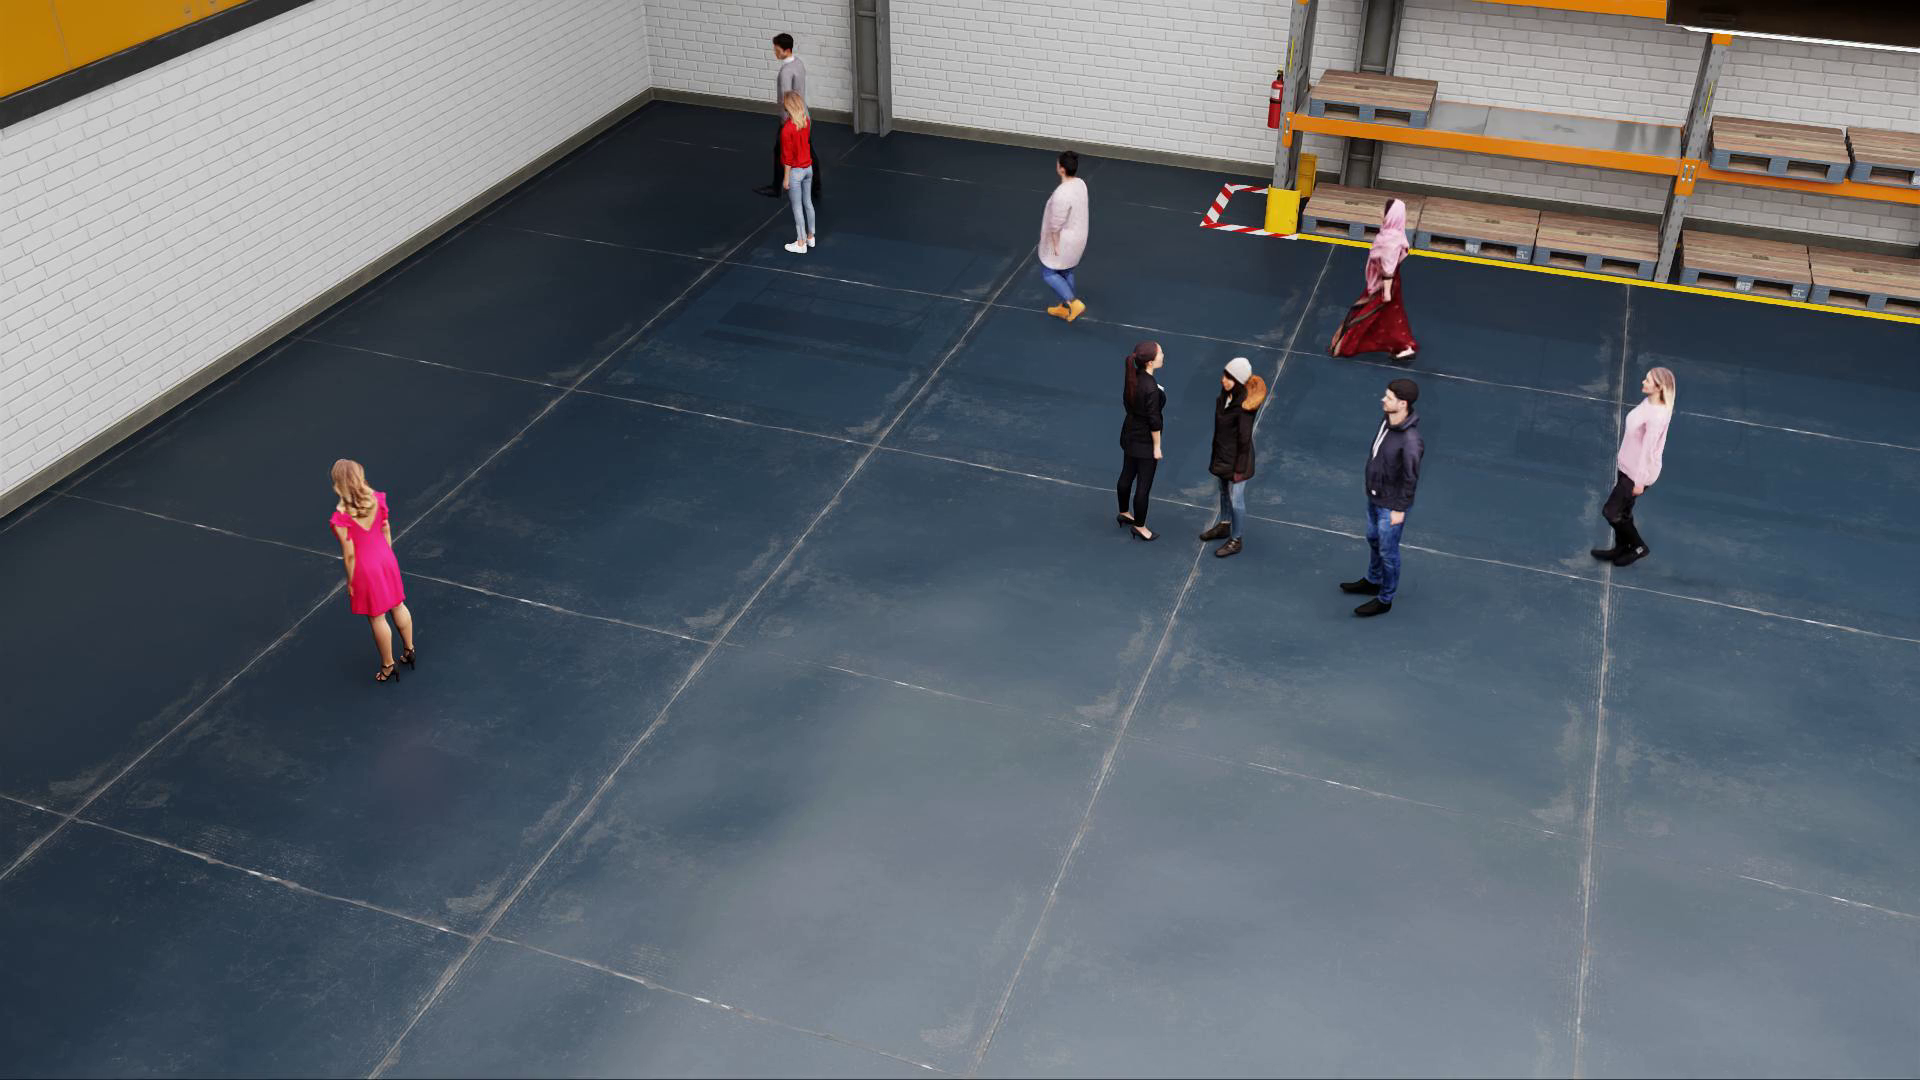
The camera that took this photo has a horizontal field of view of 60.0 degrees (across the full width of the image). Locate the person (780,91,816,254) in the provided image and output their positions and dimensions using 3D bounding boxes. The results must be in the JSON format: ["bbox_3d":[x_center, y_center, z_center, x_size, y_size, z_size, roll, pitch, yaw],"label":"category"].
[{"bbox_3d":[-1.686,-3.831,17.310,0.546,1.704,0.650,17,37,24],"label":"person"}]

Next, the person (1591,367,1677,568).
[{"bbox_3d":[5.104,-0.500,12.325,0.646,1.675,0.621,9,35,13],"label":"person"}]

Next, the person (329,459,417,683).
[{"bbox_3d":[-3.957,0.202,11.221,0.600,1.729,0.614,19,38,26],"label":"person"}]

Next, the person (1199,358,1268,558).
[{"bbox_3d":[2.069,-0.645,12.581,0.775,1.633,0.728,-11,35,-16],"label":"person"}]

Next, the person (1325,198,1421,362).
[{"bbox_3d":[3.937,-2.320,15.134,1.062,1.596,0.654,12,36,18],"label":"person"}]

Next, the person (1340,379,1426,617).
[{"bbox_3d":[3.076,-0.317,11.852,0.741,1.893,0.756,-4,34,-6],"label":"person"}]

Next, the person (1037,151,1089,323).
[{"bbox_3d":[1.059,-2.852,15.813,0.916,1.731,0.824,25,41,32],"label":"person"}]

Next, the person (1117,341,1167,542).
[{"bbox_3d":[1.379,-0.765,12.735,0.750,1.662,0.689,-15,36,-21],"label":"person"}]

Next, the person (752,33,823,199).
[{"bbox_3d":[-1.750,-4.627,18.341,1.025,1.888,0.854,10,35,15],"label":"person"}]
